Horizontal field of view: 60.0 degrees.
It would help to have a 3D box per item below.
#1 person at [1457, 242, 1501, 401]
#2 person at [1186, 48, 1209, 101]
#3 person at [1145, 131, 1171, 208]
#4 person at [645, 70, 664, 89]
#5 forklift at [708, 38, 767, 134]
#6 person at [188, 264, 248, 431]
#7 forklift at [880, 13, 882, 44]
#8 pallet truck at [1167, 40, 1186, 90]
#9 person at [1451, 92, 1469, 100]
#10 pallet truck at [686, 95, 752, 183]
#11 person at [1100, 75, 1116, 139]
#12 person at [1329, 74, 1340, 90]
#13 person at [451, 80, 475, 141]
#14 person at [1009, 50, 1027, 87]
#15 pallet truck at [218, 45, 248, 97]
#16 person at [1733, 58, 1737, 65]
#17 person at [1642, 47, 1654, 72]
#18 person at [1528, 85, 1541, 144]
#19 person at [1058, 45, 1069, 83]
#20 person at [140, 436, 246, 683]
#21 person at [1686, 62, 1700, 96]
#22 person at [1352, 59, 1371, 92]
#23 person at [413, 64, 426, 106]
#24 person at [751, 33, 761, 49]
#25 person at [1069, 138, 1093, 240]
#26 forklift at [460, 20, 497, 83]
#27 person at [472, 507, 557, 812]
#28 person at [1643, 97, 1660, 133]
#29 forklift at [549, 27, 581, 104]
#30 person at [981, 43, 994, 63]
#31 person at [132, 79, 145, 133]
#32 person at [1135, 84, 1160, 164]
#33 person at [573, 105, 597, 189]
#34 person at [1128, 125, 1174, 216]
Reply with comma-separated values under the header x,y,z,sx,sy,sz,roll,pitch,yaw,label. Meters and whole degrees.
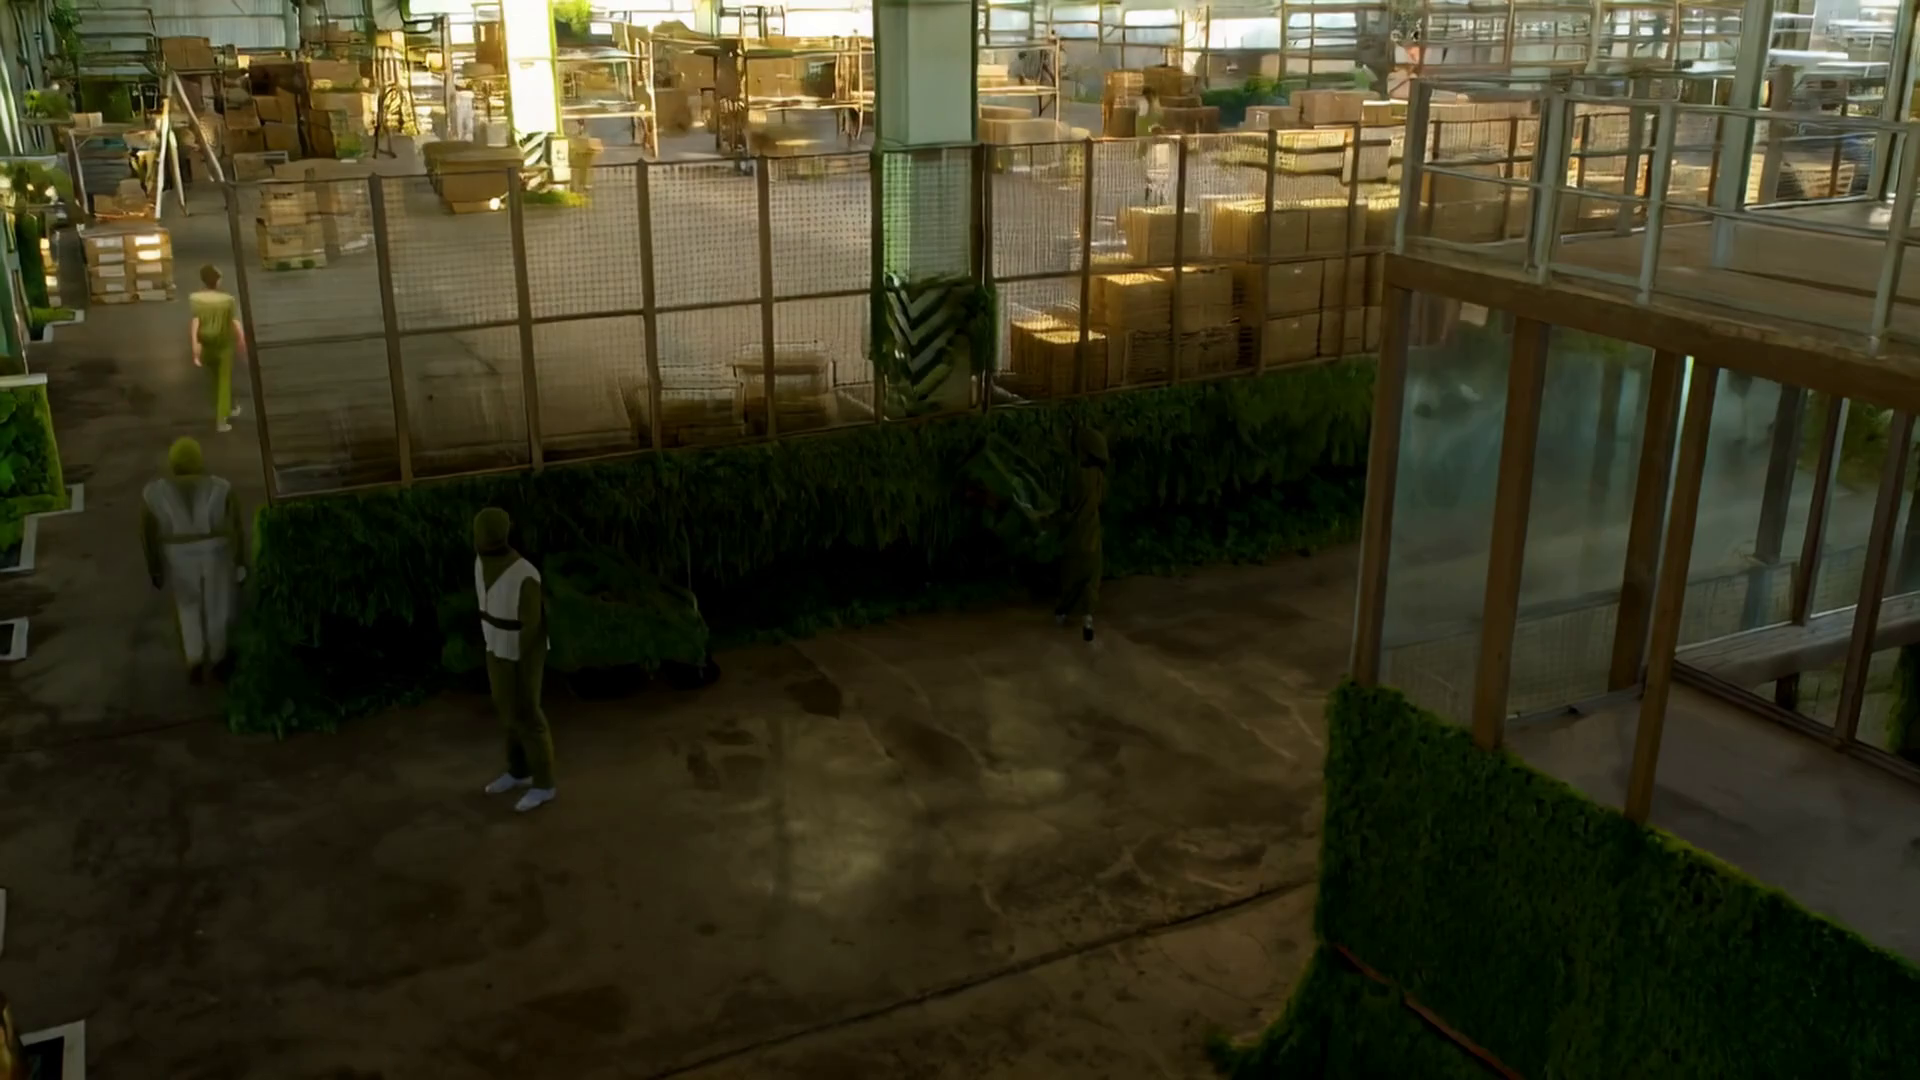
x,y,z,sx,sy,sz,roll,pitch,yaw,label
6.078,-2.548,19.541,0.523,1.903,0.592,-14,23,-34,person
9.129,-17.814,63.689,0.806,1.970,0.621,11,22,29,person
3.940,-7.149,32.939,0.592,1.868,0.793,-7,20,-19,person
-9.718,-14.092,53.175,0.654,1.789,0.976,4,19,10,person
-7.045,-14.048,51.394,1.873,2.768,1.129,-9,21,-25,forklift
-8.240,-2.156,18.536,0.544,1.822,0.996,-2,19,-6,person
-3.638,-23.506,78.810,1.873,2.768,1.129,-13,23,-33,forklift
9.045,-19.971,69.895,0.823,1.965,1.885,-3,19,-8,pallet truck
13.682,-11.557,45.582,0.611,1.945,0.783,-9,21,-23,person
-5.836,-9.608,39.856,0.823,1.965,1.885,10,22,27,pallet truck
4.427,-12.945,49.743,0.528,1.859,0.332,15,24,37,person
12.112,-14.287,53.959,0.309,1.639,0.520,-8,20,-21,person
-13.830,-11.824,46.366,0.627,1.941,0.372,-17,25,-40,person
2.479,-19.675,69.548,0.853,1.650,0.549,6,20,17,person
-28.879,-18.665,66.111,0.823,1.965,1.885,-3,19,-9,pallet truck
26.238,-15.268,56.213,0.451,2.024,0.631,-3,19,-10,person
28.637,-19.651,69.319,0.328,1.767,0.531,-10,22,-28,person
16.653,-12.312,48.157,0.539,1.690,0.320,-12,22,-30,person
4.557,-20.926,73.170,0.536,1.663,0.816,-9,21,-25,person
-5.388,0.166,11.781,0.643,1.823,0.491,-7,20,-18,person
24.720,-15.096,55.947,0.737,1.879,0.659,-15,24,-37,person
13.831,-15.486,57.034,0.634,1.898,0.938,-6,20,-17,person
-19.852,-16.702,60.884,0.545,1.679,0.602,-1,19,-2,person
-9.592,-22.977,78.720,0.579,1.922,0.408,11,22,30,person
2.290,-6.632,31.421,0.354,1.876,0.574,-15,24,-37,person
-19.846,-20.244,69.354,1.129,2.768,1.873,13,23,33,forklift
-2.701,0.703,10.088,0.592,1.916,0.375,18,26,41,person
16.862,-9.858,40.699,0.565,1.918,0.631,-7,20,-19,person
-15.298,-17.688,61.945,1.873,2.768,1.129,-9,21,-25,forklift
1.100,-19.639,69.052,0.831,1.919,0.632,17,25,40,person
-25.361,-13.402,51.409,0.515,1.633,0.312,5,20,14,person
4.838,-10.877,43.469,0.689,2.000,0.538,-11,22,-28,person
-8.669,-9.060,38.388,0.416,1.912,0.626,6,20,18,person
3.990,-7.462,33.807,1.039,1.894,0.623,11,22,28,person
